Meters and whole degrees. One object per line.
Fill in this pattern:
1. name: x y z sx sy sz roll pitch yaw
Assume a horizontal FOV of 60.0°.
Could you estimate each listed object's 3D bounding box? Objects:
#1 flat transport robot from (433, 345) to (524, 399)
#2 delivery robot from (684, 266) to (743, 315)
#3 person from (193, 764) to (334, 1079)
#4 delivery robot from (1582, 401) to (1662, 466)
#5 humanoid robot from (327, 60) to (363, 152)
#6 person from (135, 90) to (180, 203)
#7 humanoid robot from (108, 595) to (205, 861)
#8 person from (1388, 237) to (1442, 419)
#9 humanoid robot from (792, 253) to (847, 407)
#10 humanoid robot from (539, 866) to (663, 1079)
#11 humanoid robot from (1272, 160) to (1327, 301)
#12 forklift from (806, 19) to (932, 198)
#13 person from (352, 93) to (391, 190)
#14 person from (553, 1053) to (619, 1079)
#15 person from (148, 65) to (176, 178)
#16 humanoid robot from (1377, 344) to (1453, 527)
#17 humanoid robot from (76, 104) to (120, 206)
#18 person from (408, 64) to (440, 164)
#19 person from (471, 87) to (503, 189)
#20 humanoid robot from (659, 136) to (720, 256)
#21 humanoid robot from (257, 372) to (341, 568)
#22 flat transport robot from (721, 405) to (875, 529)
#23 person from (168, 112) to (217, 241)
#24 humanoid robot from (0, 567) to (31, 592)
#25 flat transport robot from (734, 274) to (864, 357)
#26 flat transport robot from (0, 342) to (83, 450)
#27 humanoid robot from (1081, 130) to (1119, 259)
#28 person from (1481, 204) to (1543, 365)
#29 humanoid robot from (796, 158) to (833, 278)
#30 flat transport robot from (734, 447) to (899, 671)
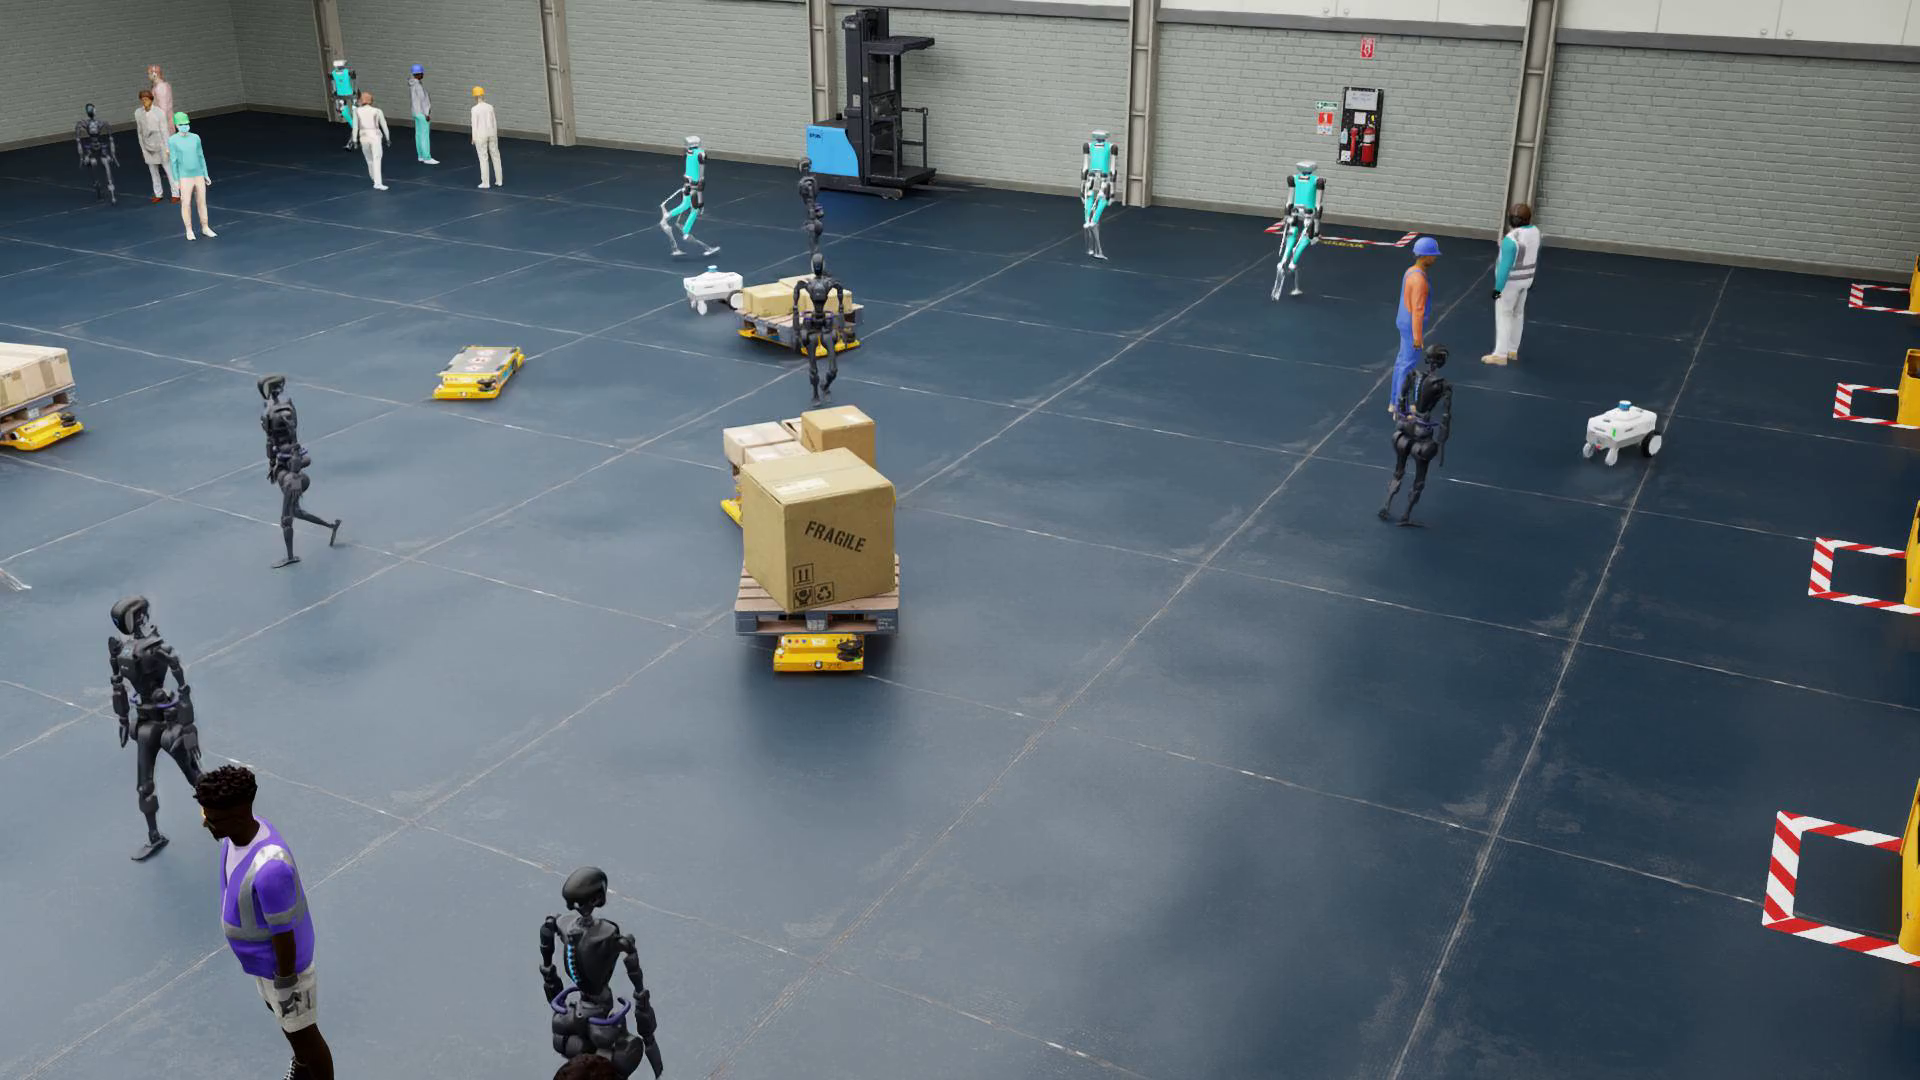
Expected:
1. flat transport robot: -5.351 -1.877 18.533 0.659 0.231 1.431 0 23 -1
2. delivery robot: -3.113 -3.197 21.259 0.778 0.607 0.515 -12 26 -25
3. person: -3.167 1.886 7.642 0.382 1.957 0.601 -18 29 -35
4. delivery robot: 6.481 -1.079 16.284 0.747 0.572 0.499 -15 28 -31
5. humanoid robot: -11.471 -8.177 31.333 0.557 1.731 1.033 0 23 1
6. person: -13.114 -6.408 27.127 0.497 1.823 0.369 0 23 -1
7. humanoid robot: -4.758 1.063 9.972 0.616 1.654 0.743 8 25 19
8. person: 4.694 -2.182 17.166 0.374 1.907 0.532 2 23 5
9. humanoid robot: -1.490 -2.216 17.532 0.589 1.641 0.358 -5 24 -10
10. humanoid robot: -1.630 2.178 7.371 0.601 1.637 0.764 10 25 22
11. humanoid robot: 4.312 -3.914 21.543 0.547 1.891 0.789 18 29 36
12. forklift: -1.573 -7.292 27.850 1.873 2.768 1.129 12 26 25
13. person: -10.030 -6.823 28.384 0.582 1.570 0.916 -2 23 -6
14. person: -1.215 2.620 5.983 0.393 1.914 0.587 -6 24 -13
15. person: -13.979 -7.349 29.200 0.412 1.907 0.643 -7 24 -15
16. humanoid robot: 3.965 -0.912 14.501 0.404 1.638 0.599 -17 28 -34
17. humanoid robot: -14.003 -6.248 26.990 0.587 1.631 0.762 -11 26 -25
18. person: -9.826 -7.769 30.340 0.359 1.777 0.541 -15 28 -32
19. person: -8.074 -6.841 28.287 0.327 1.690 0.474 21 31 40
20. humanoid robot: -3.887 -4.777 23.427 0.982 1.742 0.540 -16 28 -32
21. humanoid robot: -5.535 -0.617 13.849 0.692 1.635 0.609 -20 30 -39
22. flat transport robot: -1.404 -0.396 15.086 1.431 0.231 0.659 -11 26 -24
23. person: -11.448 -5.423 24.754 0.514 1.873 0.365 -21 31 -40
24. humanoid robot: -7.918 -0.351 13.161 0.802 1.803 0.544 -15 27 -30
25. flat transport robot: -1.929 -2.474 19.922 1.431 0.231 0.659 20 30 39
26. flat transport robot: -9.741 -1.157 16.855 1.431 0.231 0.659 7 24 15
27. humanoid robot: 1.903 -4.889 23.691 0.579 1.773 0.867 11 25 23
28. person: 6.305 -2.920 18.984 0.642 1.835 0.429 -18 29 -35
29. humanoid robot: -1.971 -4.336 22.473 0.414 1.638 0.583 -7 24 -15
30. flat transport robot: -1.071 0.604 12.757 0.659 0.231 1.431 -1 23 -2
